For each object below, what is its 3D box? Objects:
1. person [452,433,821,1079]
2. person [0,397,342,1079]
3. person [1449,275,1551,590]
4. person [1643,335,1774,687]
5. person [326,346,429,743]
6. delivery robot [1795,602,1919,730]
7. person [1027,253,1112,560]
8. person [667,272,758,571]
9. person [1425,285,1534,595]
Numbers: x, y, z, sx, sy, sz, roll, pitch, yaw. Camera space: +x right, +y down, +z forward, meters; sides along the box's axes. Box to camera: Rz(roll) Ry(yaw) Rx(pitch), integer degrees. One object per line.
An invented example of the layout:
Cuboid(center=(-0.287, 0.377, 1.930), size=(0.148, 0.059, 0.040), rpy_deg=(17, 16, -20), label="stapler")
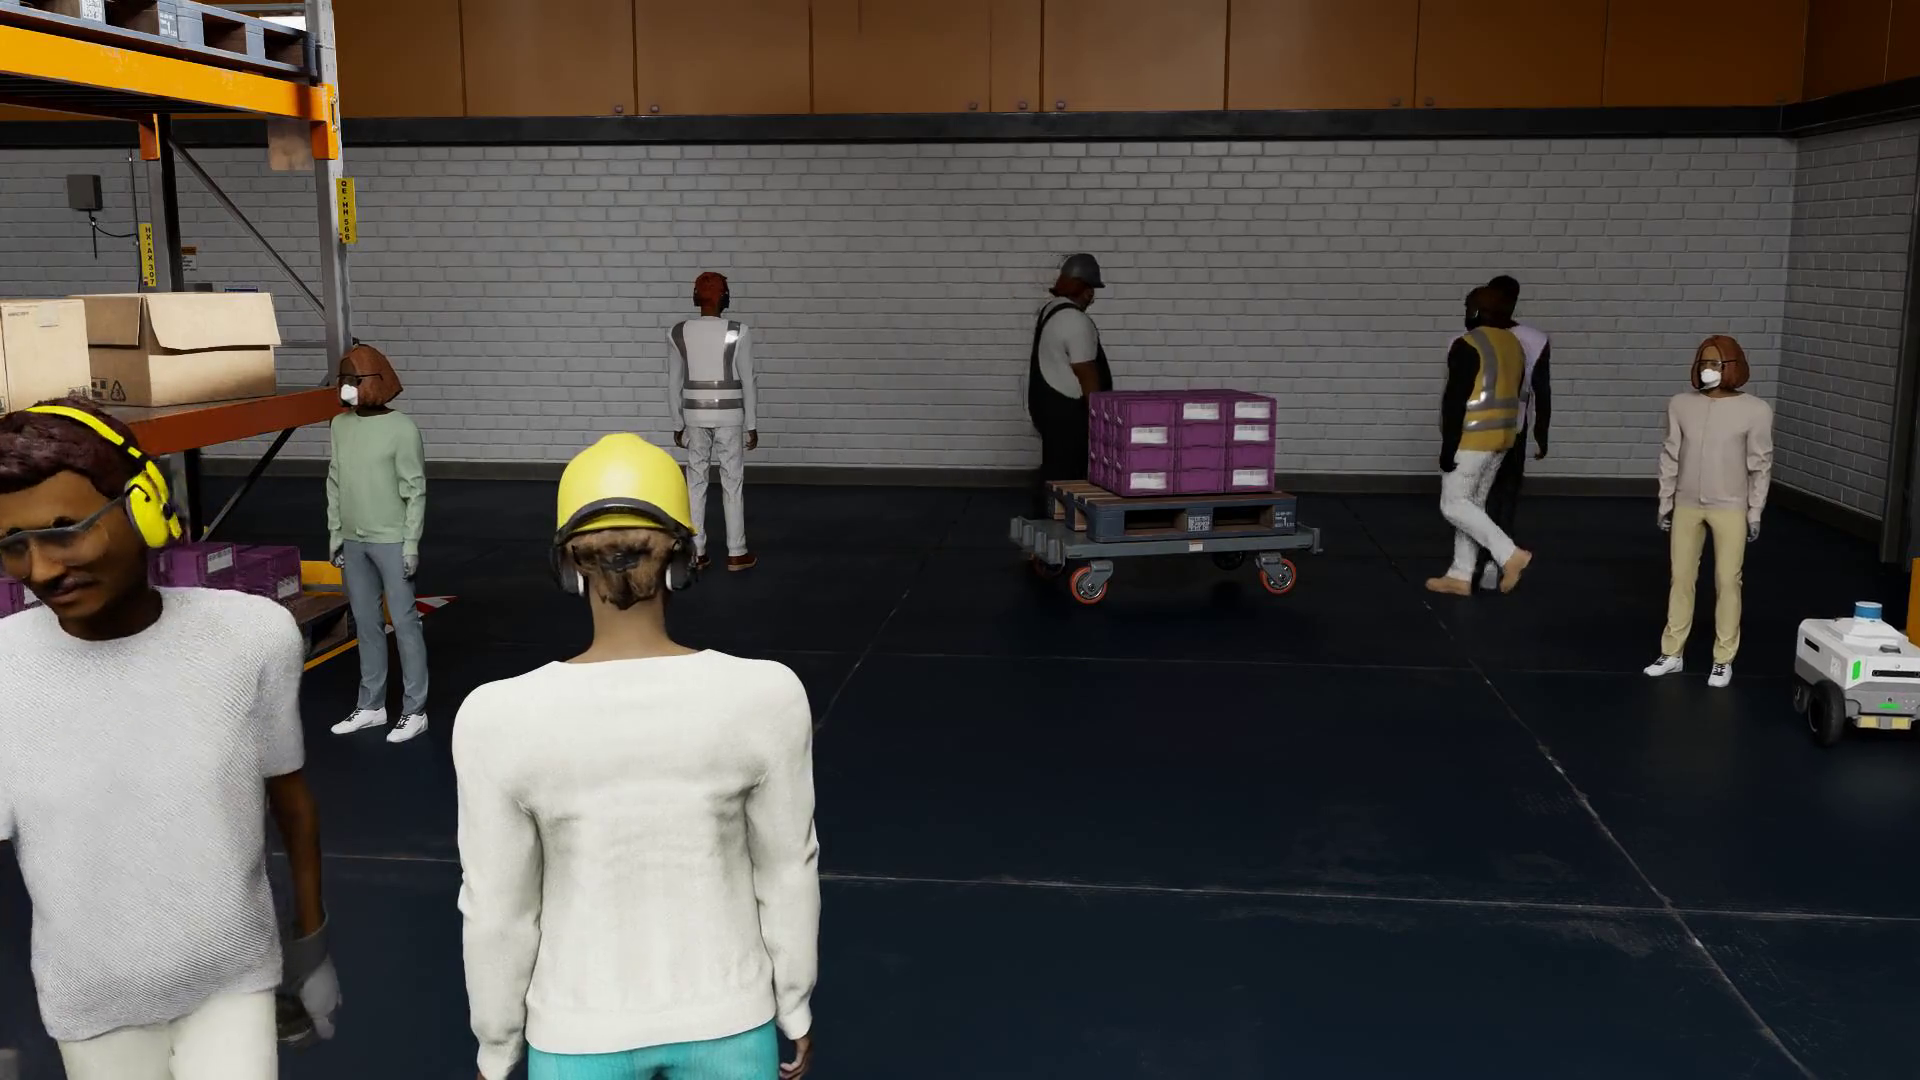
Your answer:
Cuboid(center=(-0.468, 0.721, 2.495), size=(0.523, 1.760, 0.327), rpy_deg=(-3, 10, -15), label="person")
Cuboid(center=(-1.176, 0.696, 2.431), size=(0.533, 1.825, 0.703), rpy_deg=(-5, 11, -25), label="person")
Cuboid(center=(3.246, -0.646, 10.060), size=(0.601, 1.895, 0.942), rpy_deg=(4, 11, 23), label="person")
Cuboid(center=(3.495, -0.135, 7.748), size=(0.282, 1.633, 0.501), rpy_deg=(-9, 13, -42), label="person")
Cuboid(center=(-2.417, 0.017, 6.880), size=(0.500, 1.633, 0.281), rpy_deg=(5, 11, 26), label="person")
Cuboid(center=(3.766, 0.500, 6.930), size=(0.477, 0.478, 0.707), rpy_deg=(2, 10, 9), label="delivery robot")
Cuboid(center=(0.750, -0.864, 10.758), size=(0.695, 2.000, 0.688), rpy_deg=(-1, 10, -8), label="person")
Cuboid(center=(-1.547, -0.739, 10.497), size=(0.579, 1.883, 0.352), rpy_deg=(2, 10, 9), label="person")
Cuboid(center=(3.047, -0.549, 9.599), size=(0.645, 1.821, 0.612), rpy_deg=(-9, 14, -43), label="person")
